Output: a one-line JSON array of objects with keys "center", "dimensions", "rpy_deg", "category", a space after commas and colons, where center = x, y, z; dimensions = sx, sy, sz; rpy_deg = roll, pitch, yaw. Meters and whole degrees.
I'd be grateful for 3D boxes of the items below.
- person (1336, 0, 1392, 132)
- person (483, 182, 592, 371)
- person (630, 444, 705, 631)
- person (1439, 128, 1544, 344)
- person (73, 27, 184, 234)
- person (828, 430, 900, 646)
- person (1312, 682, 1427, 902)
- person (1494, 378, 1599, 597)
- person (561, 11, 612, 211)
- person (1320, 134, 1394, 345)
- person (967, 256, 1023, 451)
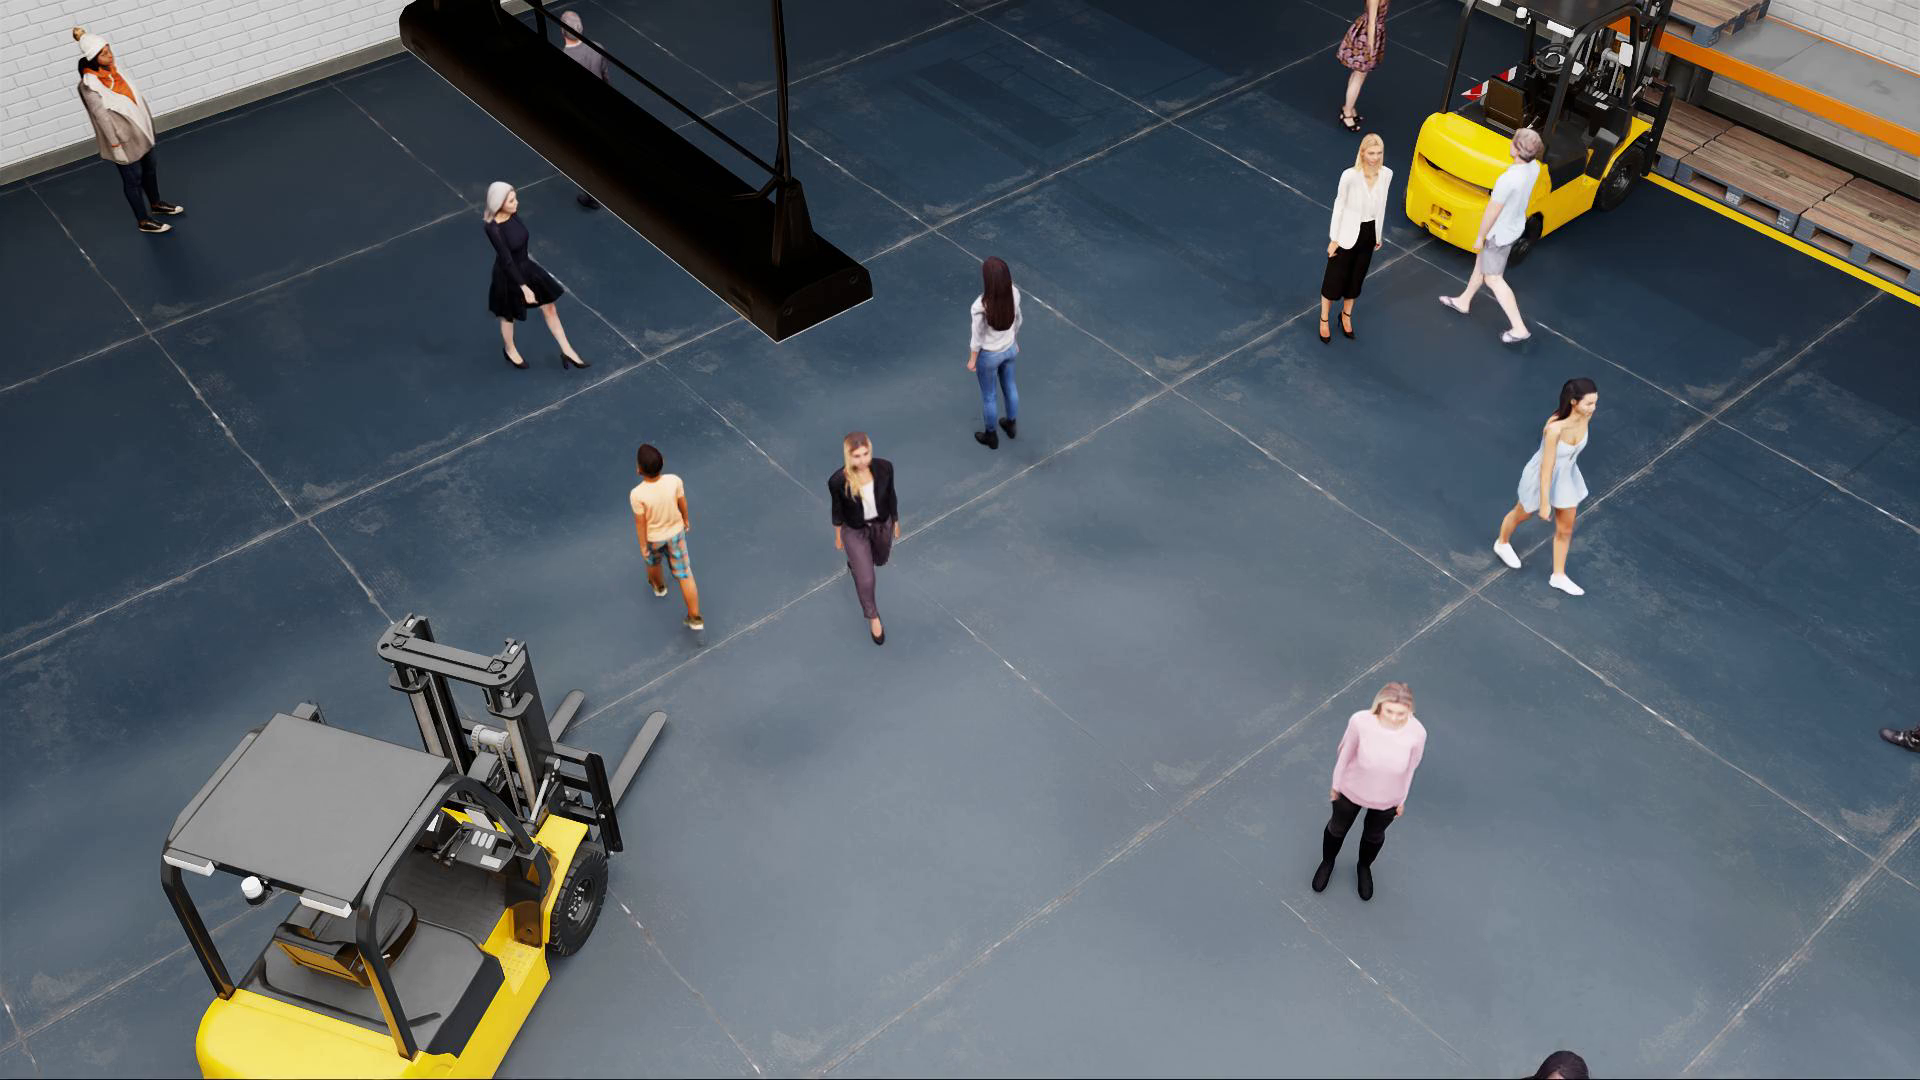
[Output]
[{"center": [3.859, -4.716, 15.719], "dimensions": [0.847, 1.773, 0.801], "rpy_deg": [10, 44, 10], "category": "person"}, {"center": [-3.532, -2.011, 12.917], "dimensions": [1.067, 1.722, 0.928], "rpy_deg": [11, 45, 12], "category": "person"}, {"center": [-1.932, -0.006, 11.017], "dimensions": [0.678, 1.439, 1.029], "rpy_deg": [-19, 47, -19], "category": "person"}, {"center": [4.394, -2.403, 13.272], "dimensions": [0.706, 1.800, 1.146], "rpy_deg": [-34, 53, -30], "category": "person"}, {"center": [-7.271, -3.567, 14.430], "dimensions": [0.877, 1.889, 0.819], "rpy_deg": [4, 44, 4], "category": "person"}, {"center": [-0.634, -0.093, 10.959], "dimensions": [0.786, 1.645, 1.055], "rpy_deg": [-16, 46, -16], "category": "person"}, {"center": [2.311, 1.393, 9.368], "dimensions": [0.661, 1.688, 0.745], "rpy_deg": [9, 44, 9], "category": "person"}, {"center": [3.924, -0.447, 11.290], "dimensions": [0.685, 1.702, 0.979], "rpy_deg": [-22, 48, -22], "category": "person"}, {"center": [-3.302, -3.799, 14.707], "dimensions": [0.702, 1.842, 0.590], "rpy_deg": [-29, 51, -27], "category": "person"}, {"center": [3.134, -2.379, 13.204], "dimensions": [0.691, 1.858, 0.659], "rpy_deg": [-12, 45, -12], "category": "person"}, {"center": [0.275, -1.386, 12.326], "dimensions": [0.603, 1.632, 0.501], "rpy_deg": [-29, 51, -27], "category": "person"}]
